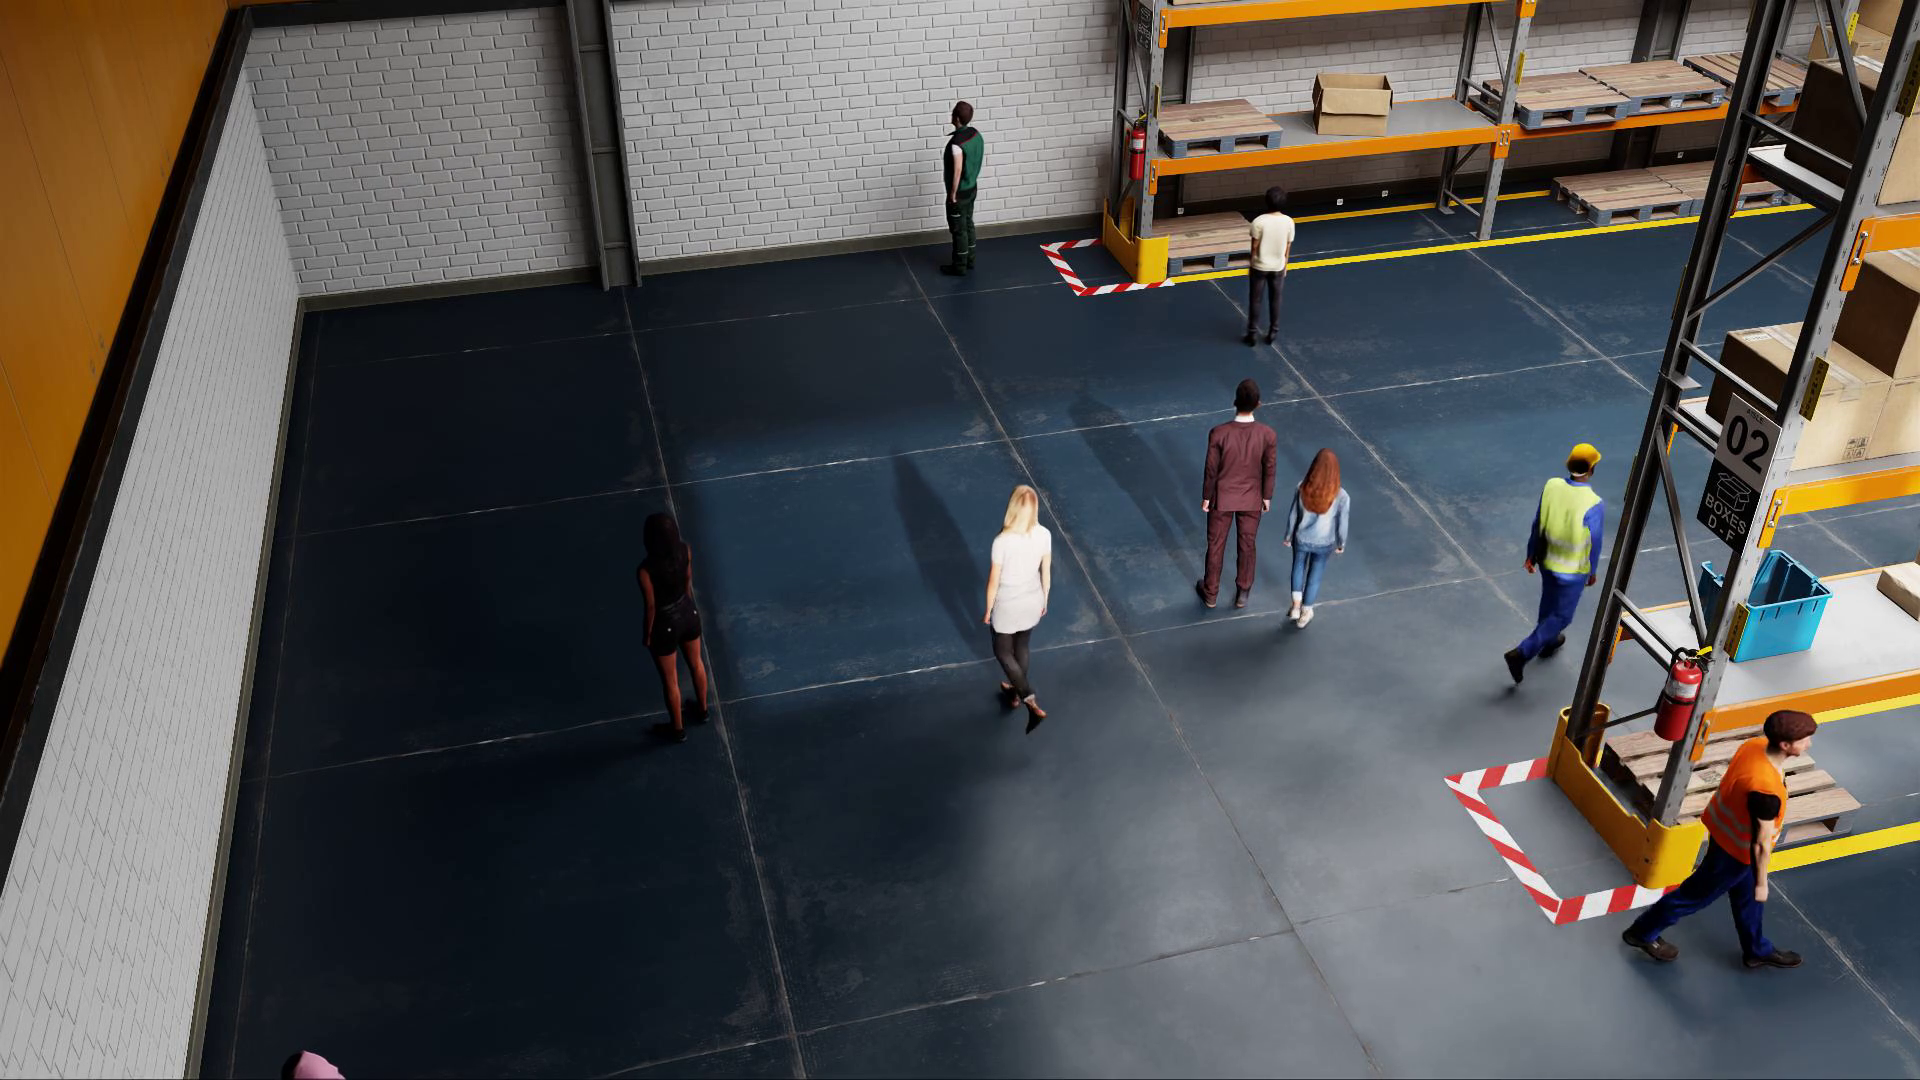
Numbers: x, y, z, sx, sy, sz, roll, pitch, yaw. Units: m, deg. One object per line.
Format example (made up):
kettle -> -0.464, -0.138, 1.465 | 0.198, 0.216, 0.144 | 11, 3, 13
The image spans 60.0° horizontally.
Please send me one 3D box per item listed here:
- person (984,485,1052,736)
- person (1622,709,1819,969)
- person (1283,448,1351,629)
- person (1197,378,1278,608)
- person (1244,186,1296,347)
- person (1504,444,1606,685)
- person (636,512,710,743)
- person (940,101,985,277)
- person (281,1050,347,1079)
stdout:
person -> 0.419, 0.493, 10.985 | 0.949, 1.812, 0.787 | -15, 36, -21
person -> 4.187, 1.676, 9.181 | 1.317, 1.839, 1.146 | 11, 35, 16
person -> 2.529, 0.036, 11.983 | 0.666, 1.469, 0.741 | 13, 36, 19
person -> 2.023, -0.320, 12.160 | 0.633, 1.865, 0.801 | 0, 34, 0
person -> 2.936, -2.602, 15.845 | 0.460, 1.587, 0.676 | -4, 34, -6
person -> 4.112, 0.181, 11.477 | 1.153, 1.788, 0.891 | -22, 39, -29
person -> -1.895, 0.561, 10.949 | 0.746, 1.740, 0.657 | 24, 40, 31
person -> 0.012, -3.636, 17.170 | 0.793, 1.843, 0.743 | 15, 37, 22
person -> -2.817, 2.881, 7.550 | 0.679, 1.638, 0.716 | -1, 34, -1
